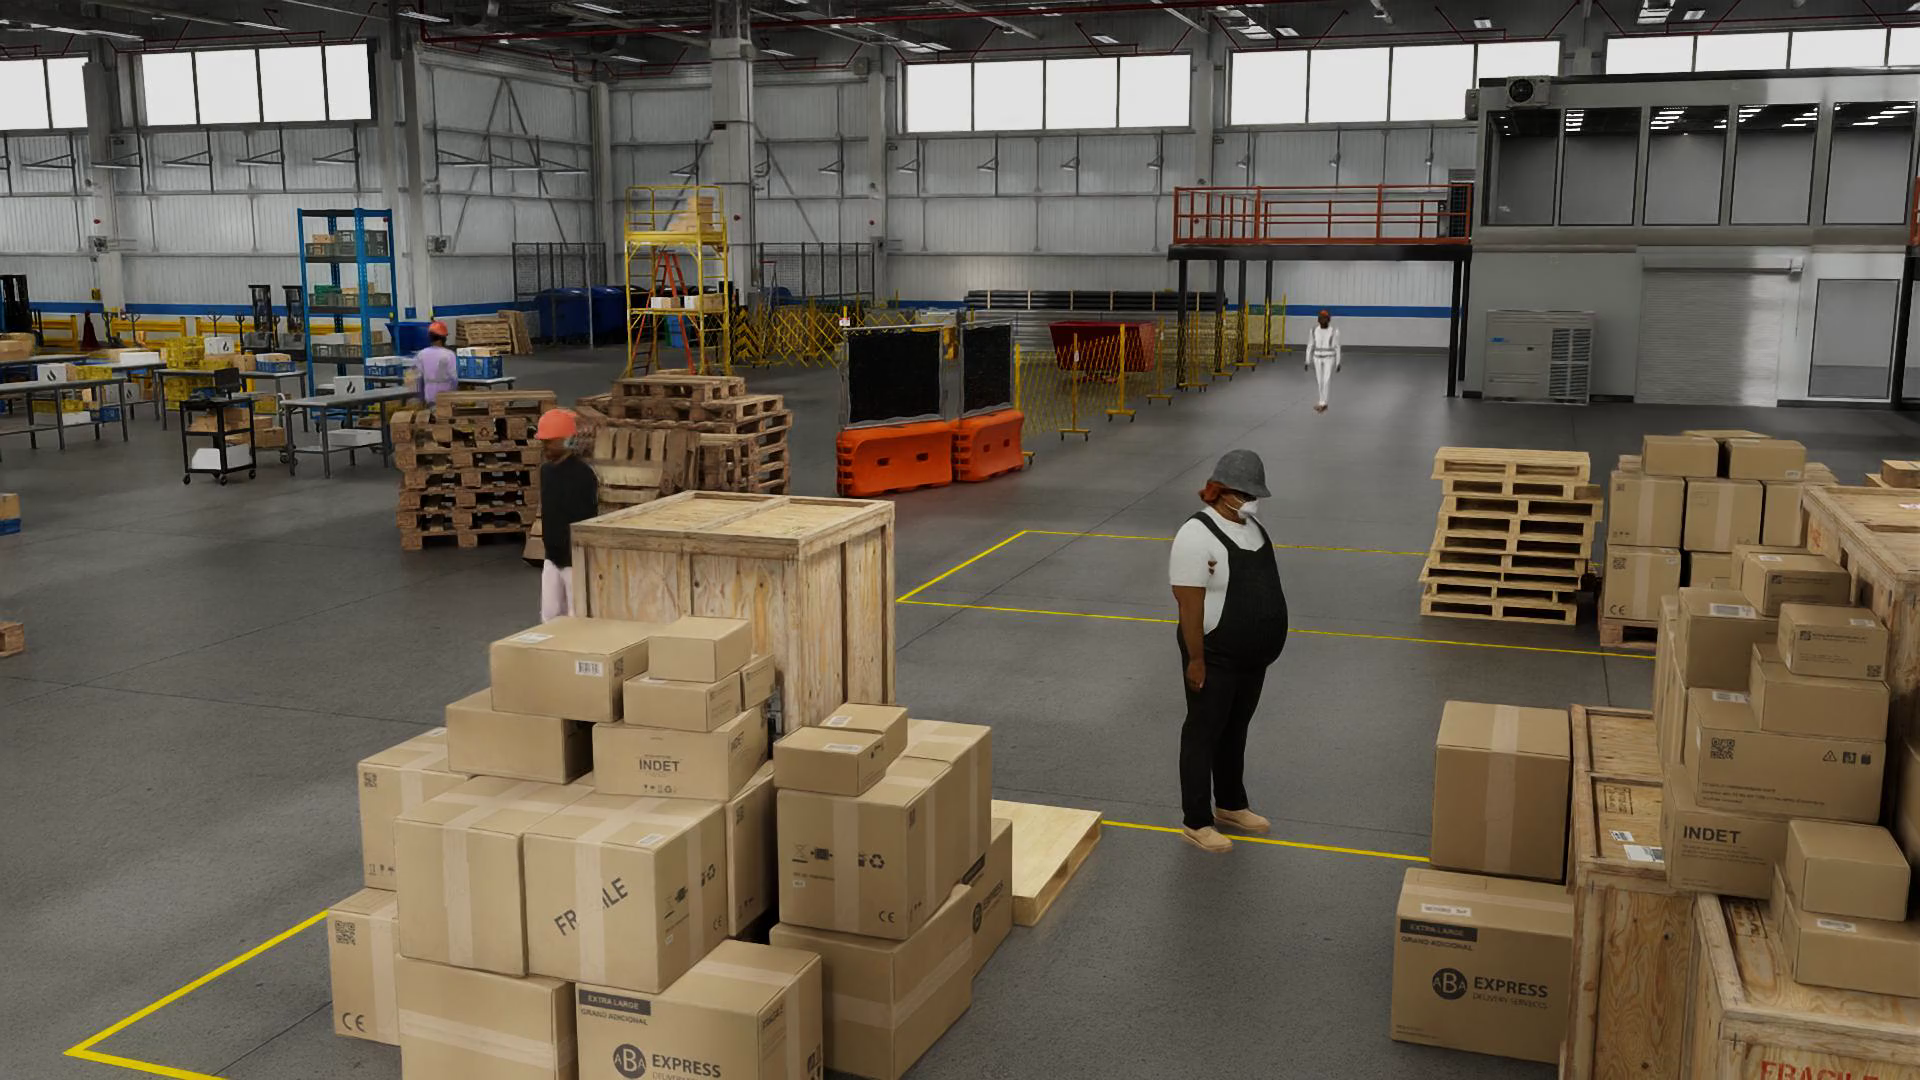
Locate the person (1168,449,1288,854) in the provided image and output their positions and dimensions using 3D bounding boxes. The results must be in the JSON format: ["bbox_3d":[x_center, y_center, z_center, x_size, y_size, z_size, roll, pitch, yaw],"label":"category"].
[{"bbox_3d":[1.392,0.536,8.419,0.537,2.000,0.679,8,13,40],"label":"person"}]

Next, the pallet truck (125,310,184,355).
[{"bbox_3d":[-22.038,-5.665,45.457,0.704,1.261,1.522,3,11,17],"label":"pallet truck"}]

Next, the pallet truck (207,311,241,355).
[{"bbox_3d":[-19.537,-5.575,44.913,0.653,1.274,1.630,3,11,19],"label":"pallet truck"}]

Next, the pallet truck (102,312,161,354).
[{"bbox_3d":[-23.057,-5.777,46.261,0.680,1.201,1.601,3,11,19],"label":"pallet truck"}]

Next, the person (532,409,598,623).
[{"bbox_3d":[-2.545,0.089,11.151,0.761,1.970,0.619,-9,14,-43],"label":"person"}]

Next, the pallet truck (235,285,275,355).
[{"bbox_3d":[-18.327,-5.835,44.421,0.823,1.965,1.885,4,11,23],"label":"pallet truck"}]

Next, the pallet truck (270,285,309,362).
[{"bbox_3d":[-17.147,-5.700,43.663,0.823,1.965,1.885,3,11,17],"label":"pallet truck"}]

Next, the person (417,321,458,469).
[{"bbox_3d":[-7.039,-1.921,22.317,0.617,2.027,0.772,4,11,21],"label":"person"}]

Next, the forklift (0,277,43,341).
[{"bbox_3d":[-27.151,-6.329,46.328,1.157,1.987,2.680,3,11,17],"label":"forklift"}]

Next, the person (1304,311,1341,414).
[{"bbox_3d":[6.565,-3.219,30.170,0.607,1.827,0.994,6,12,32],"label":"person"}]
